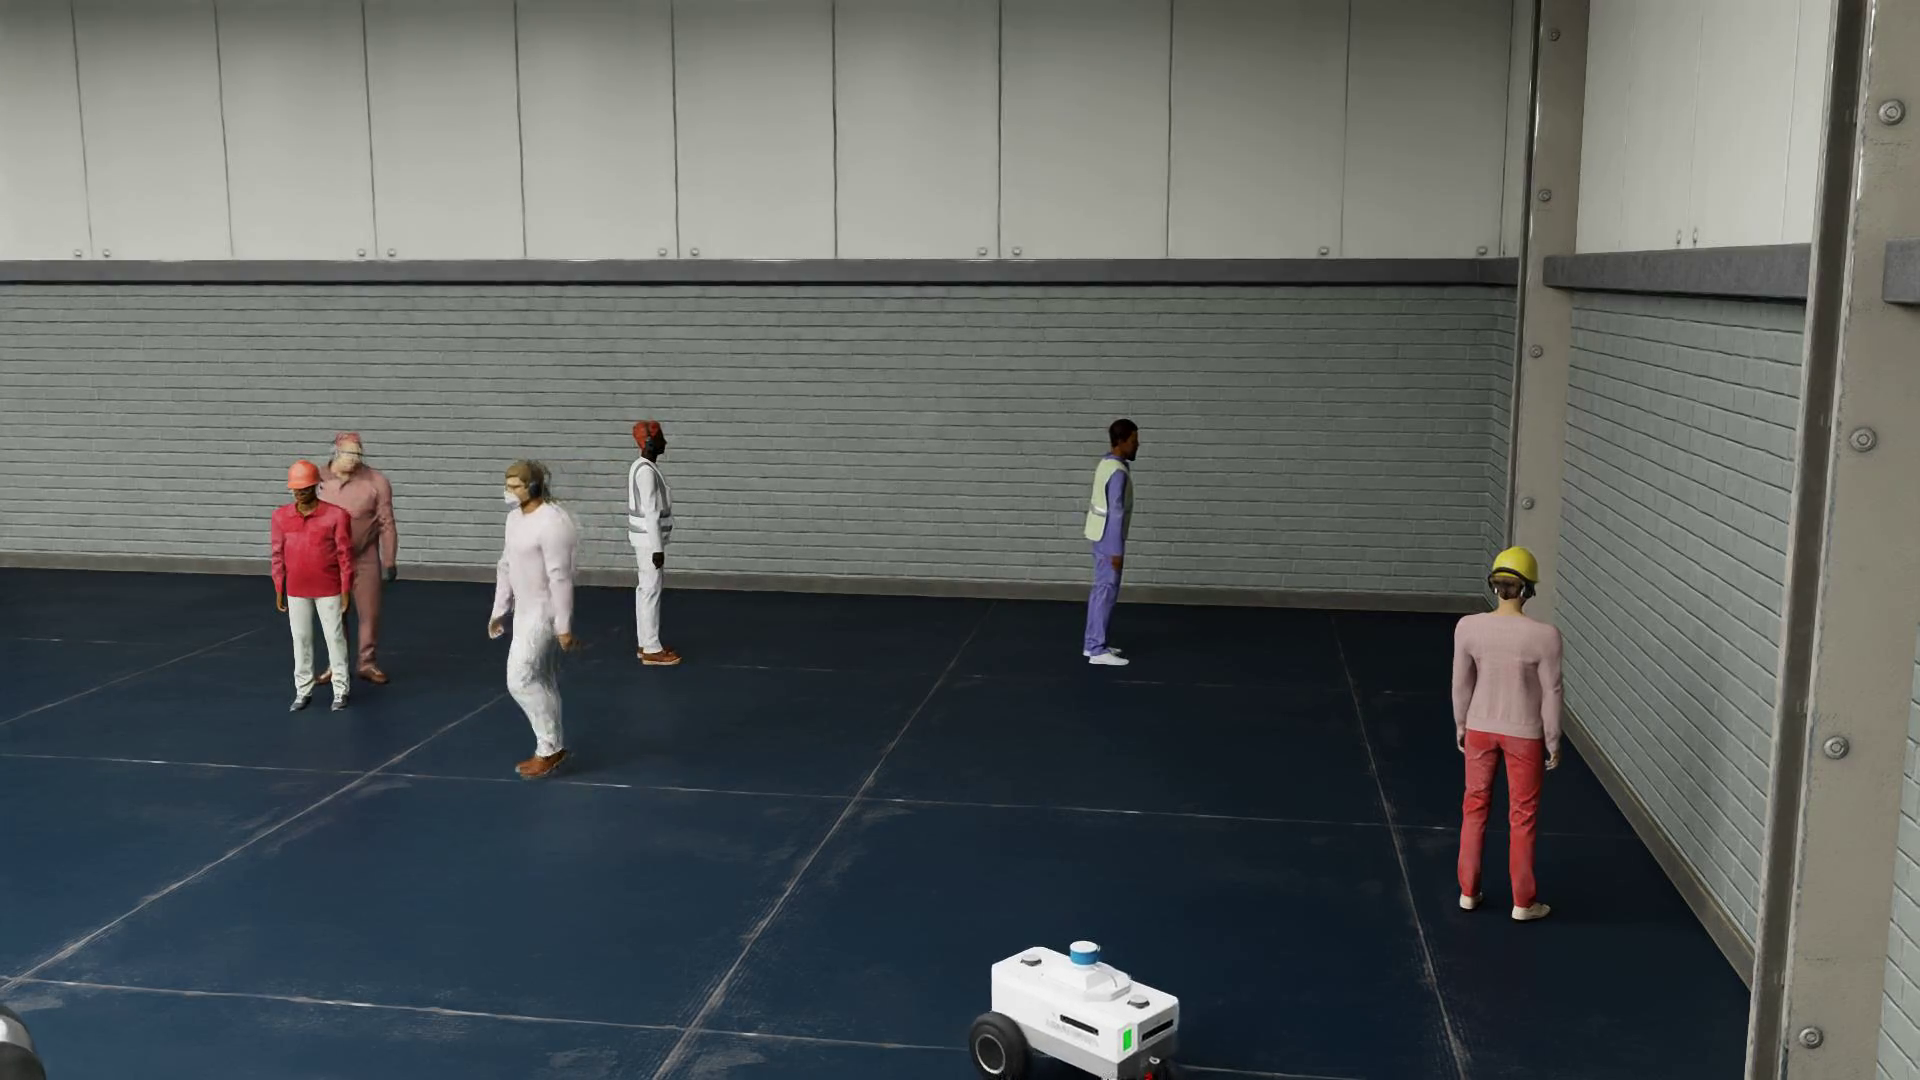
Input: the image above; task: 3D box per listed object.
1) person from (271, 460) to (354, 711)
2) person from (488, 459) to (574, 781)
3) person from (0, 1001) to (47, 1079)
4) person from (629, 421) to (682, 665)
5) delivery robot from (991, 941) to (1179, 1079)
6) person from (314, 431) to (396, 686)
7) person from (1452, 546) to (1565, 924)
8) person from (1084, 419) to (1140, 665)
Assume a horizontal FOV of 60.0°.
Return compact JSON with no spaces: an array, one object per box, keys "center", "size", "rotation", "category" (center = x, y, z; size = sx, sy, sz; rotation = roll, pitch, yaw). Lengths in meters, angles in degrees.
[{"center":[-4.457,0.316,11.451],"size":[0.565,1.745,0.348],"rotation":[0,9,0],"category":"person"},{"center":[-2.586,0.475,9.929],"size":[0.501,1.921,0.640],"rotation":[-6,11,-32],"category":"person"},{"center":[-1.947,1.514,3.181],"size":[0.605,2.034,0.392],"rotation":[8,12,40],"category":"person"},{"center":[-2.375,0.020,12.856],"size":[0.355,1.885,0.575],"rotation":[-3,10,-17],"category":"person"},{"center":[0.455,1.726,6.135],"size":[0.707,0.478,0.477],"rotation":[9,13,44],"category":"delivery robot"},{"center":[-4.473,0.145,12.093],"size":[0.713,1.890,0.405],"rotation":[-2,9,-12],"category":"person"},{"center":[2.558,0.905,7.778],"size":[0.522,1.763,0.319],"rotation":[7,12,37],"category":"person"},{"center":[1.170,0.014,12.860],"size":[0.411,1.904,0.603],"rotation":[0,9,-2],"category":"person"}]
